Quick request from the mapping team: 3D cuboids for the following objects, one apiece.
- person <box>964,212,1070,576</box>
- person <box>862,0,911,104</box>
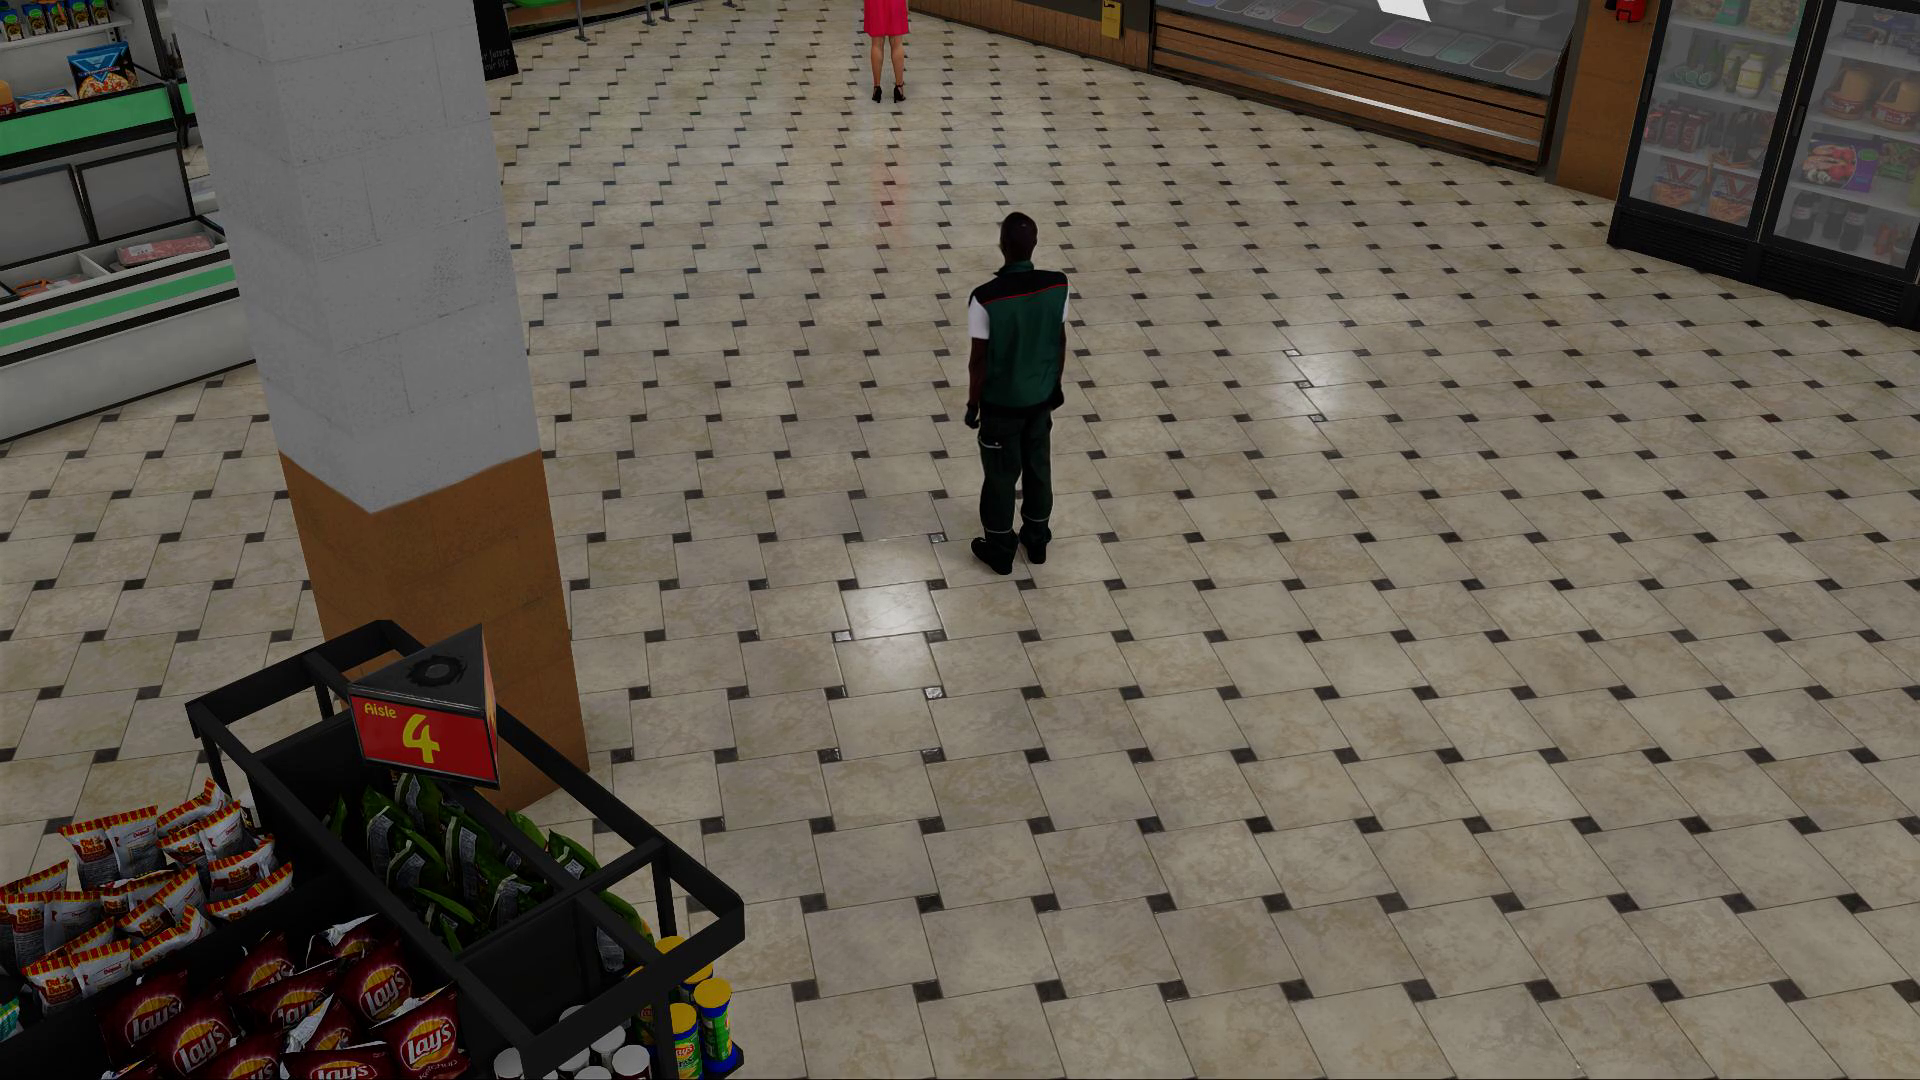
[{"bbox_3d":[0.267,-0.682,7.944,0.650,1.839,0.816,-15,35,-23],"label":"person"},{"bbox_3d":[-0.658,-4.697,14.502,0.665,1.728,0.717,2,32,3],"label":"person"}]
